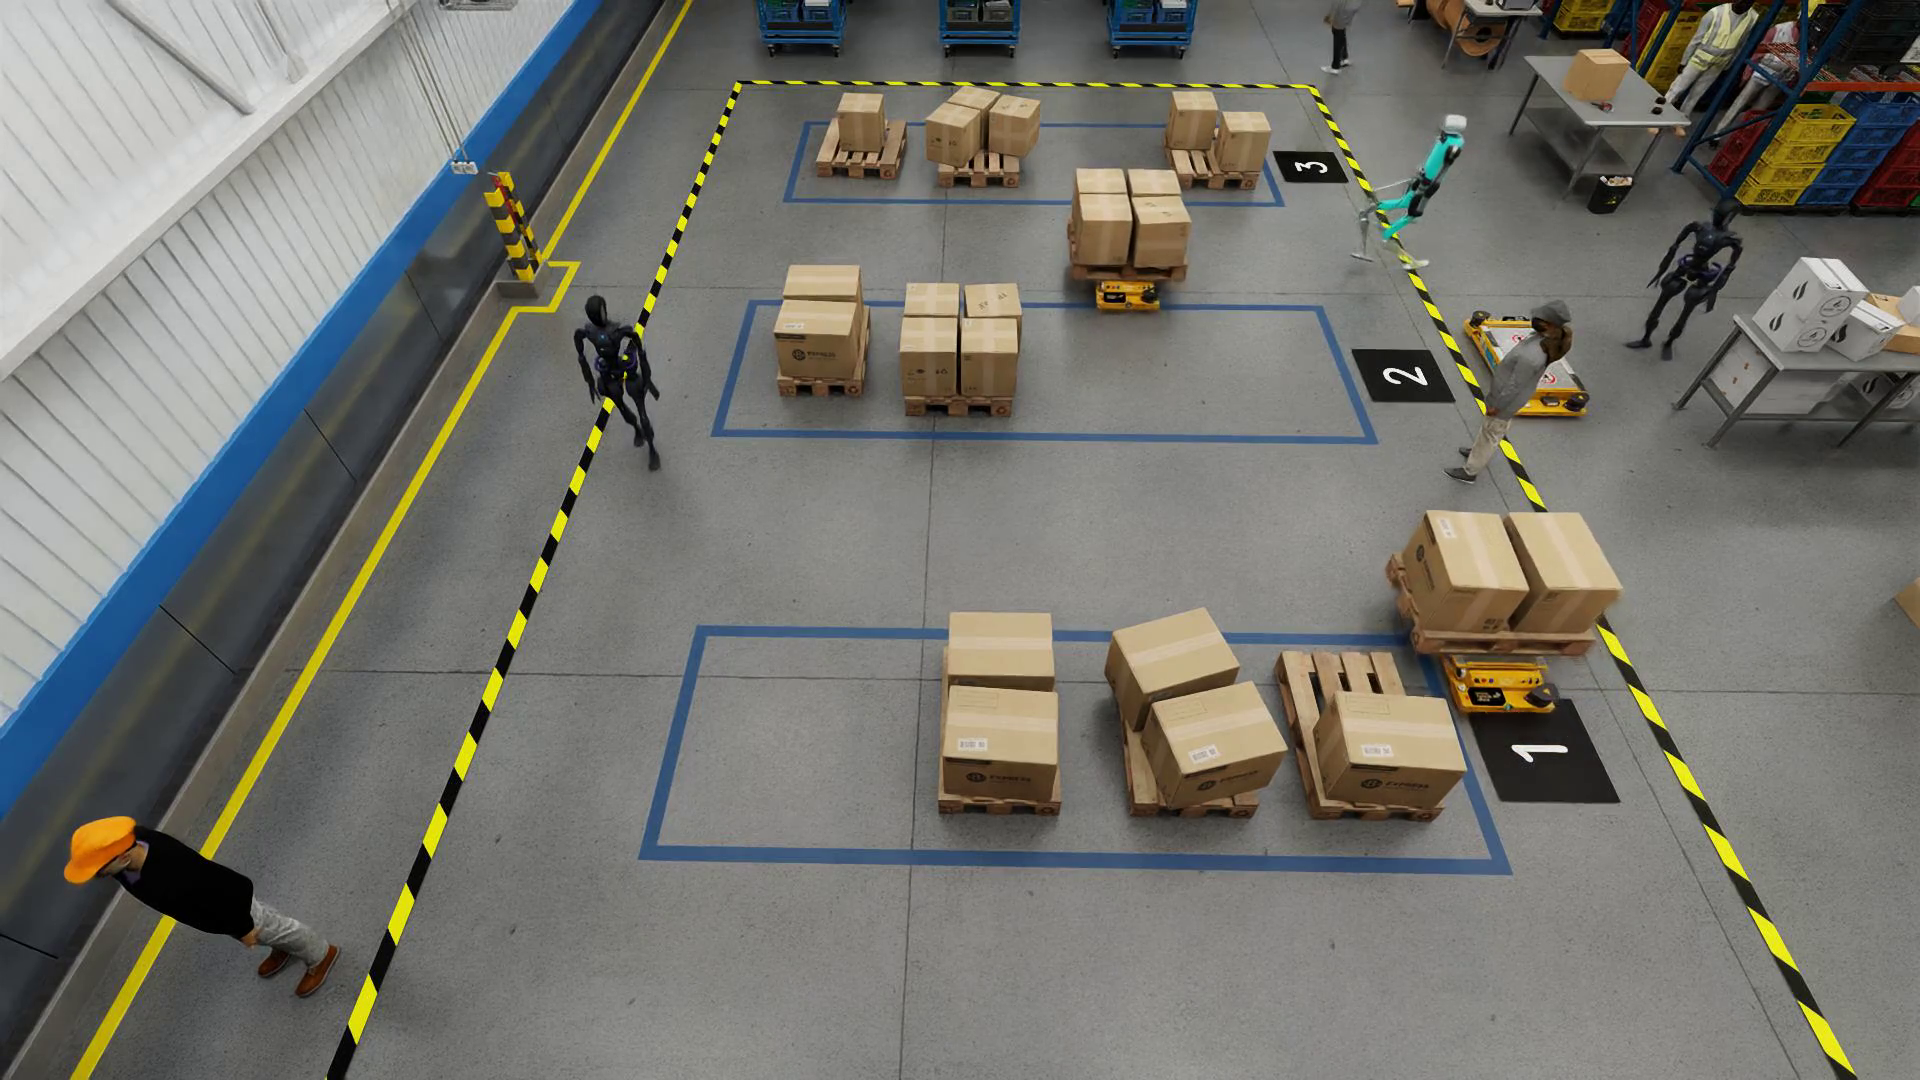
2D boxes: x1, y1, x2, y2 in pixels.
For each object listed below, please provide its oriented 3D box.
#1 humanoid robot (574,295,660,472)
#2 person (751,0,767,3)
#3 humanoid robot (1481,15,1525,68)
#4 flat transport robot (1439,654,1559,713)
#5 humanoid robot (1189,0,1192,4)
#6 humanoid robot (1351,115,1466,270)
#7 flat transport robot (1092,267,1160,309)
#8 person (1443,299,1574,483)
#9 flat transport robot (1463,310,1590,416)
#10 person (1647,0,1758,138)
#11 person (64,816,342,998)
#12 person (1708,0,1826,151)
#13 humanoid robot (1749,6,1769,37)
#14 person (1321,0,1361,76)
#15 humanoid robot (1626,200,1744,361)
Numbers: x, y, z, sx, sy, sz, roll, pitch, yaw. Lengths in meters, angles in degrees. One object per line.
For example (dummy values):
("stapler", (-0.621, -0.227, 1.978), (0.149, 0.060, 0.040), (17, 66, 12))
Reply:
("humanoid robot", (-2.888, -1.329, 7.761), (0.585, 1.633, 0.690), (-7, 50, -6))
("person", (-3.380, -9.865, 14.950), (0.601, 1.966, 0.368), (8, 50, 7))
("humanoid robot", (8.027, -7.842, 13.406), (0.597, 1.635, 0.664), (21, 52, 17))
("flat transport robot", (3.918, 0.638, 6.962), (0.652, 0.197, 1.431), (1, 49, 1))
("humanoid robot", (3.789, -9.513, 14.879), (0.603, 1.637, 0.788), (20, 52, 17))
("humanoid robot", (4.689, -3.622, 9.708), (1.034, 1.740, 0.539), (10, 50, 9))
("flat transport robot", (1.801, -3.056, 10.160), (0.652, 0.197, 1.431), (1, 49, 1))
("person", (4.562, -1.208, 7.585), (0.400, 1.768, 0.574), (34, 57, 26))
("flat transport robot", (5.573, -1.757, 9.054), (0.659, 0.231, 1.431), (1, 49, 1))
("person", (9.622, -6.142, 11.818), (0.623, 1.838, 0.431), (8, 50, 7))
("person", (-3.913, 1.920, 4.803), (0.587, 1.885, 0.361), (18, 52, 15))
("person", (10.191, -5.815, 11.539), (0.608, 1.829, 0.404), (14, 51, 12))
("humanoid robot", (11.659, -7.819, 13.353), (0.804, 1.802, 0.530), (32, 56, 25))
("person", (5.460, -7.609, 13.102), (0.630, 1.813, 0.479), (-37, 58, -27))
("humanoid robot", (6.963, -2.472, 8.742), (0.404, 1.637, 0.609), (-30, 56, -23))
